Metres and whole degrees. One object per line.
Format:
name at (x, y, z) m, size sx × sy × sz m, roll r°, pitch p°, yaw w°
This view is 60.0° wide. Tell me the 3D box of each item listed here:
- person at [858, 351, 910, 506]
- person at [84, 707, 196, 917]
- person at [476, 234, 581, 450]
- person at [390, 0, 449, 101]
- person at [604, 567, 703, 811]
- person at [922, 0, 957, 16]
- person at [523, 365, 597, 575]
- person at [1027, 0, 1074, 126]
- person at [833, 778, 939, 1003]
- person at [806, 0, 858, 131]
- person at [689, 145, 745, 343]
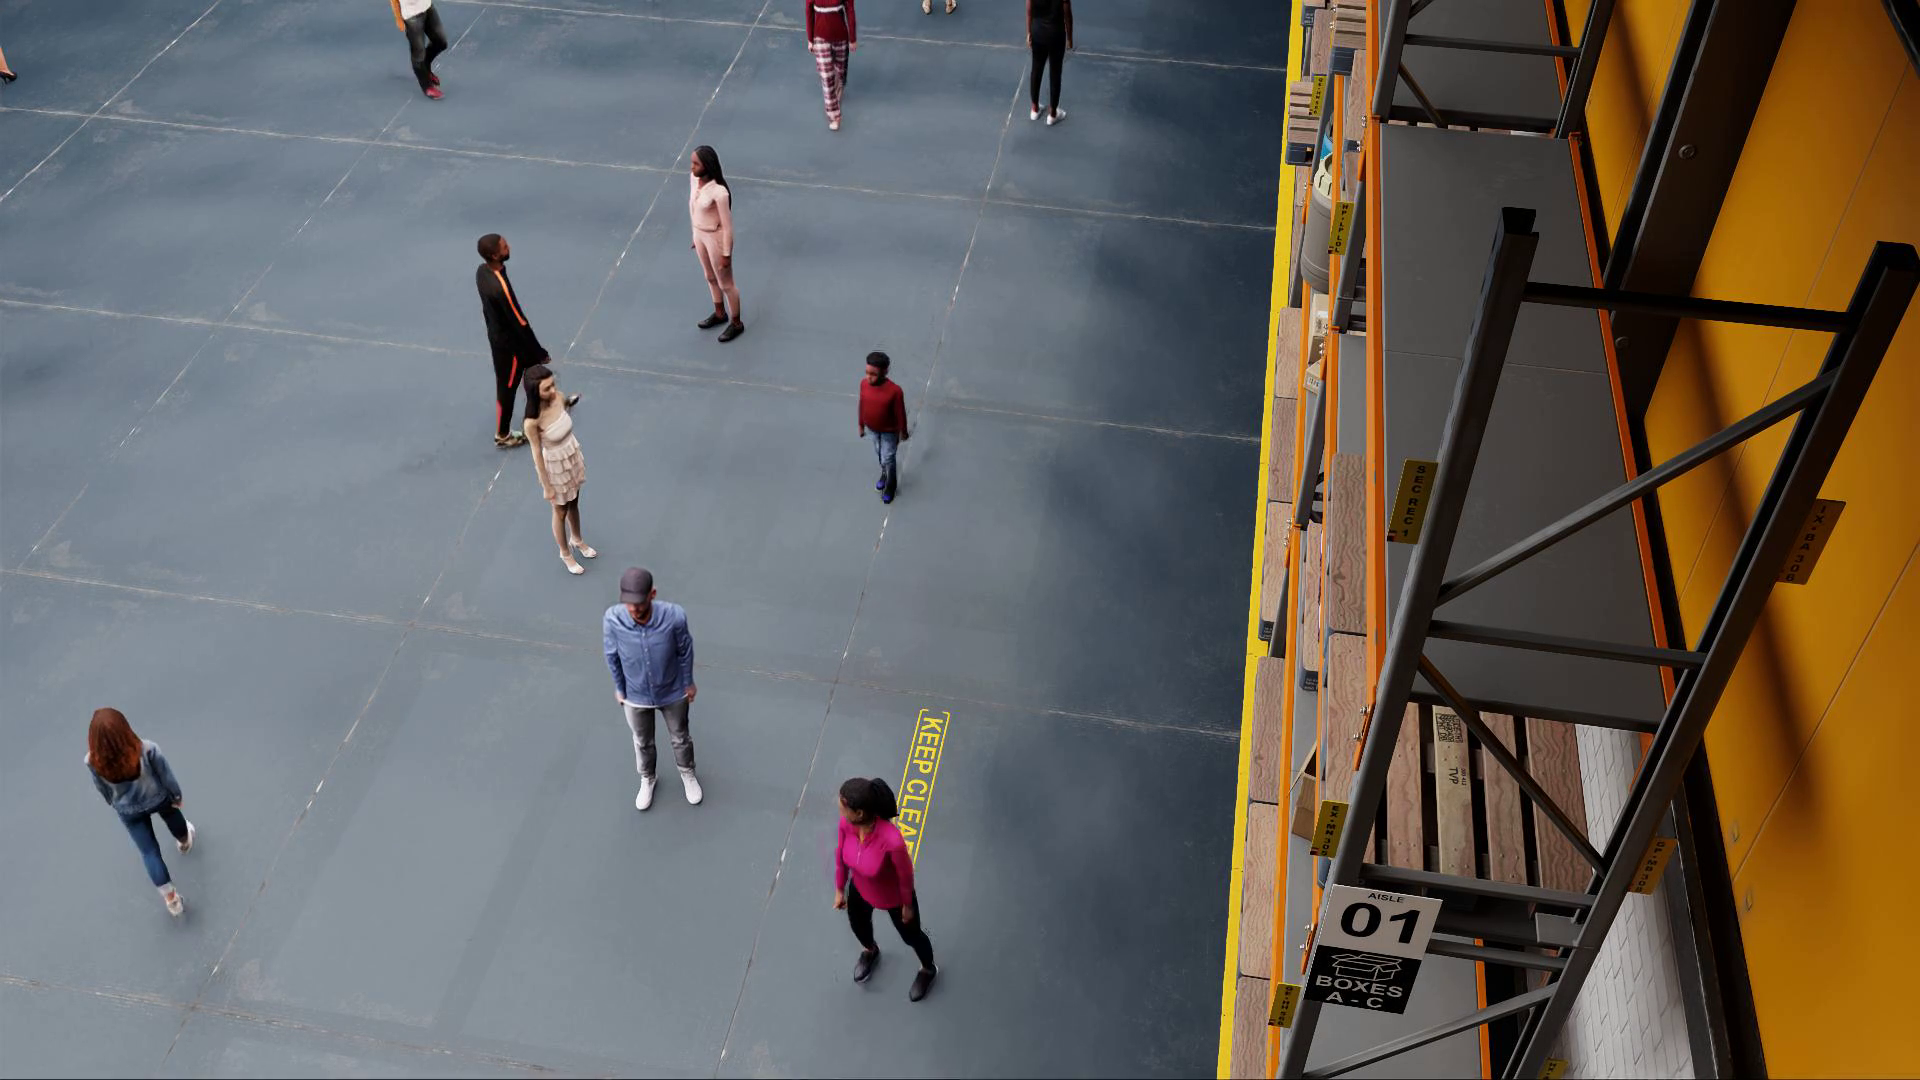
person at (-0.527, -0.884, 12.090) m, size 0.593 × 1.246 × 0.631 m, roll 20°, pitch 47°, yaw 20°
person at (-4.626, 1.530, 9.403) m, size 0.898 × 1.457 × 1.051 m, roll -17°, pitch 46°, yaw -17°
person at (-3.415, -1.419, 12.265) m, size 1.051 × 1.778 × 1.034 m, roll -19°, pitch 47°, yaw -19°
person at (-5.371, -5.177, 16.206) m, size 0.837 × 1.794 × 0.752 m, roll 22°, pitch 48°, yaw 22°
person at (-1.799, 0.862, 9.792) m, size 0.710 × 1.888 × 0.665 m, roll -5°, pitch 44°, yaw -5°
person at (-0.251, -6.405, 17.565) m, size 0.655 × 1.698 × 0.621 m, roll -1°, pitch 44°, yaw -1°
person at (-2.731, -0.484, 11.315) m, size 0.673 × 1.736 × 0.530 m, roll 16°, pitch 46°, yaw 16°
person at (0.845, -4.797, 15.846) m, size 0.683 × 1.730 × 0.677 m, roll 19°, pitch 47°, yaw 19°
person at (-0.431, 1.844, 8.929) m, size 0.727 × 1.666 × 0.687 m, roll 10°, pitch 44°, yaw 10°
person at (-1.230, -4.842, 15.938) m, size 0.789 × 1.668 × 1.048 m, roll -3°, pitch 44°, yaw -4°
person at (-1.968, -2.385, 13.321) m, size 0.737 × 1.721 × 0.704 m, roll -31°, pitch 52°, yaw -29°
